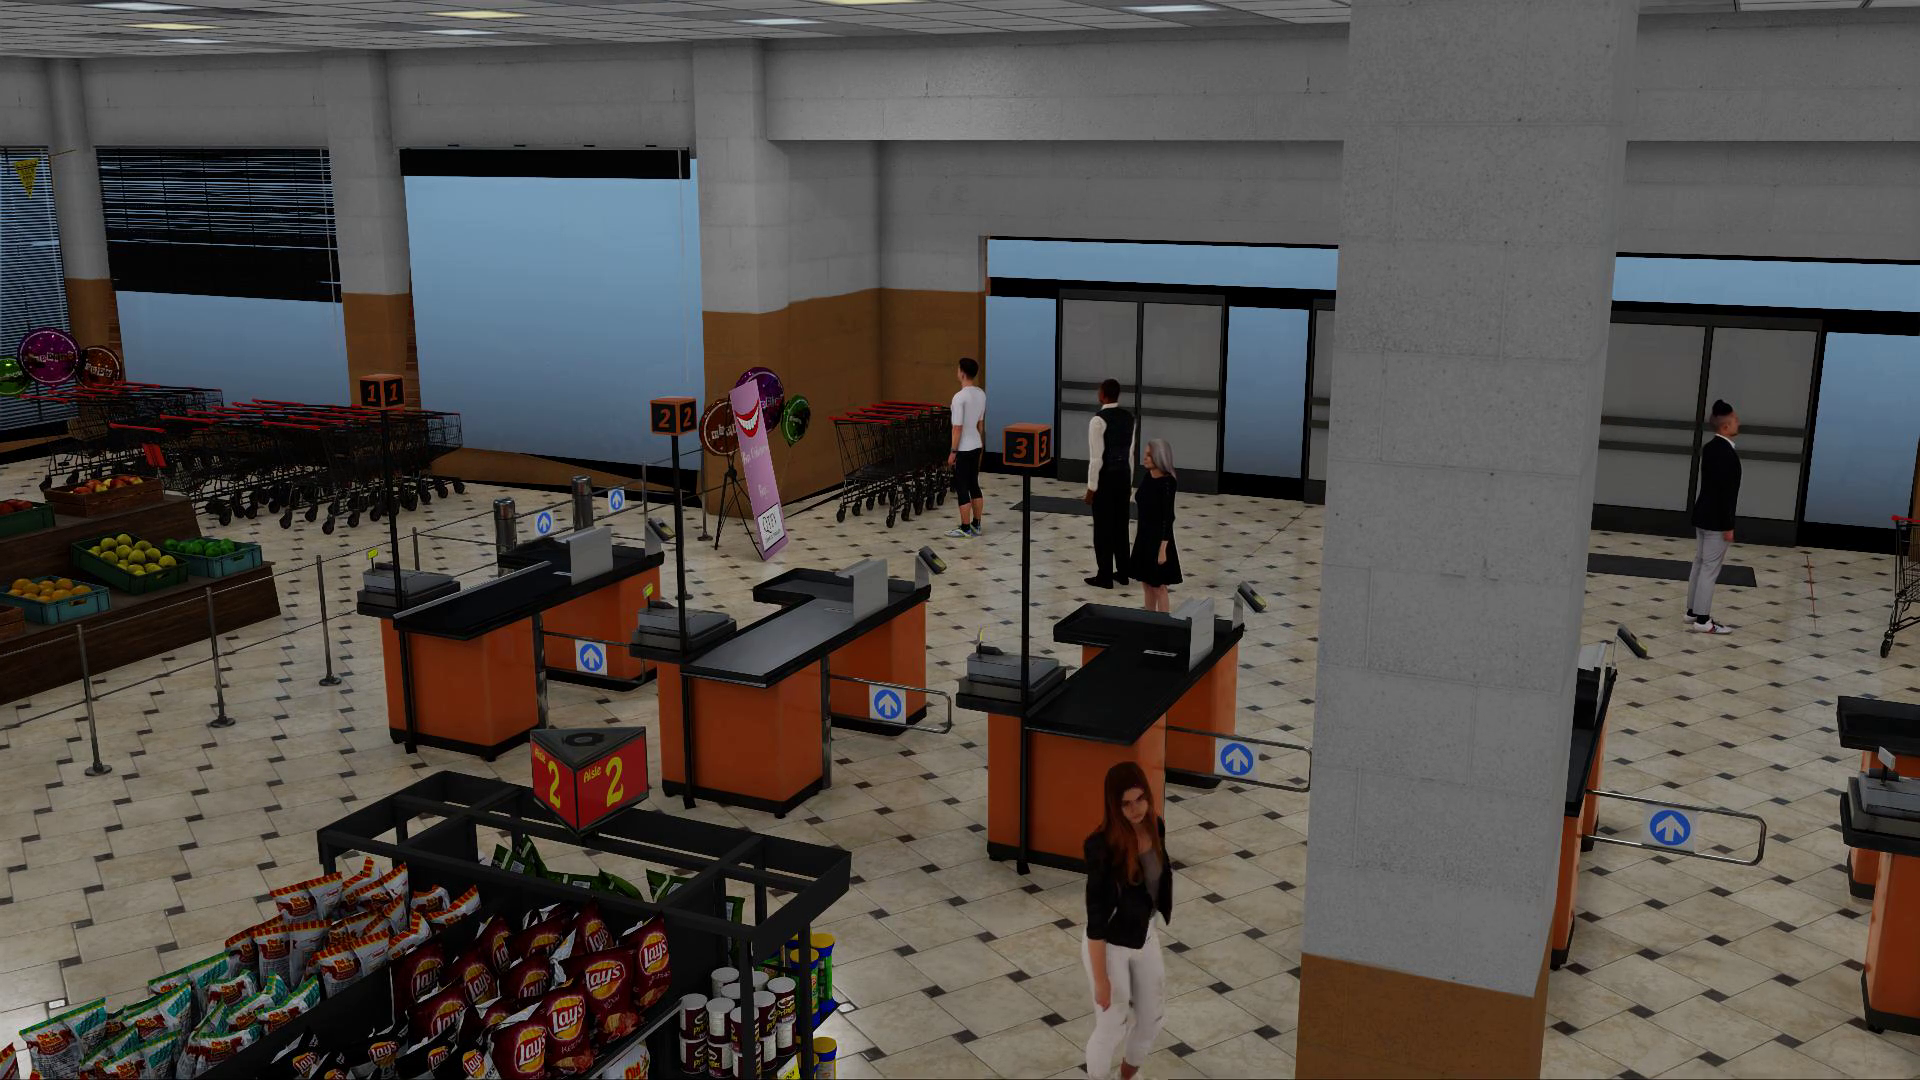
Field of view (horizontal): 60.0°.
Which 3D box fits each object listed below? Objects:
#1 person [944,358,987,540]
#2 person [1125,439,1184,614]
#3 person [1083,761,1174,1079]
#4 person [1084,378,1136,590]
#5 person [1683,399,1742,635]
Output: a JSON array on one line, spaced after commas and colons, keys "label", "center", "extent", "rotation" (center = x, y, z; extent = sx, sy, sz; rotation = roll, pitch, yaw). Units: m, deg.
[{"label": "person", "center": [0.071, -0.949, 17.087], "extent": [0.769, 1.851, 0.546], "rotation": [9, 16, 33]}, {"label": "person", "center": [1.533, 0.055, 13.168], "extent": [0.754, 1.746, 0.705], "rotation": [-6, 15, -24]}, {"label": "person", "center": [0.639, 1.645, 6.767], "extent": [0.824, 1.673, 0.702], "rotation": [9, 17, 34]}, {"label": "person", "center": [1.372, -0.524, 15.193], "extent": [0.704, 1.917, 0.843], "rotation": [-10, 17, -35]}, {"label": "person", "center": [6.273, -0.212, 13.835], "extent": [0.832, 1.950, 0.652], "rotation": [2, 14, 7]}]
